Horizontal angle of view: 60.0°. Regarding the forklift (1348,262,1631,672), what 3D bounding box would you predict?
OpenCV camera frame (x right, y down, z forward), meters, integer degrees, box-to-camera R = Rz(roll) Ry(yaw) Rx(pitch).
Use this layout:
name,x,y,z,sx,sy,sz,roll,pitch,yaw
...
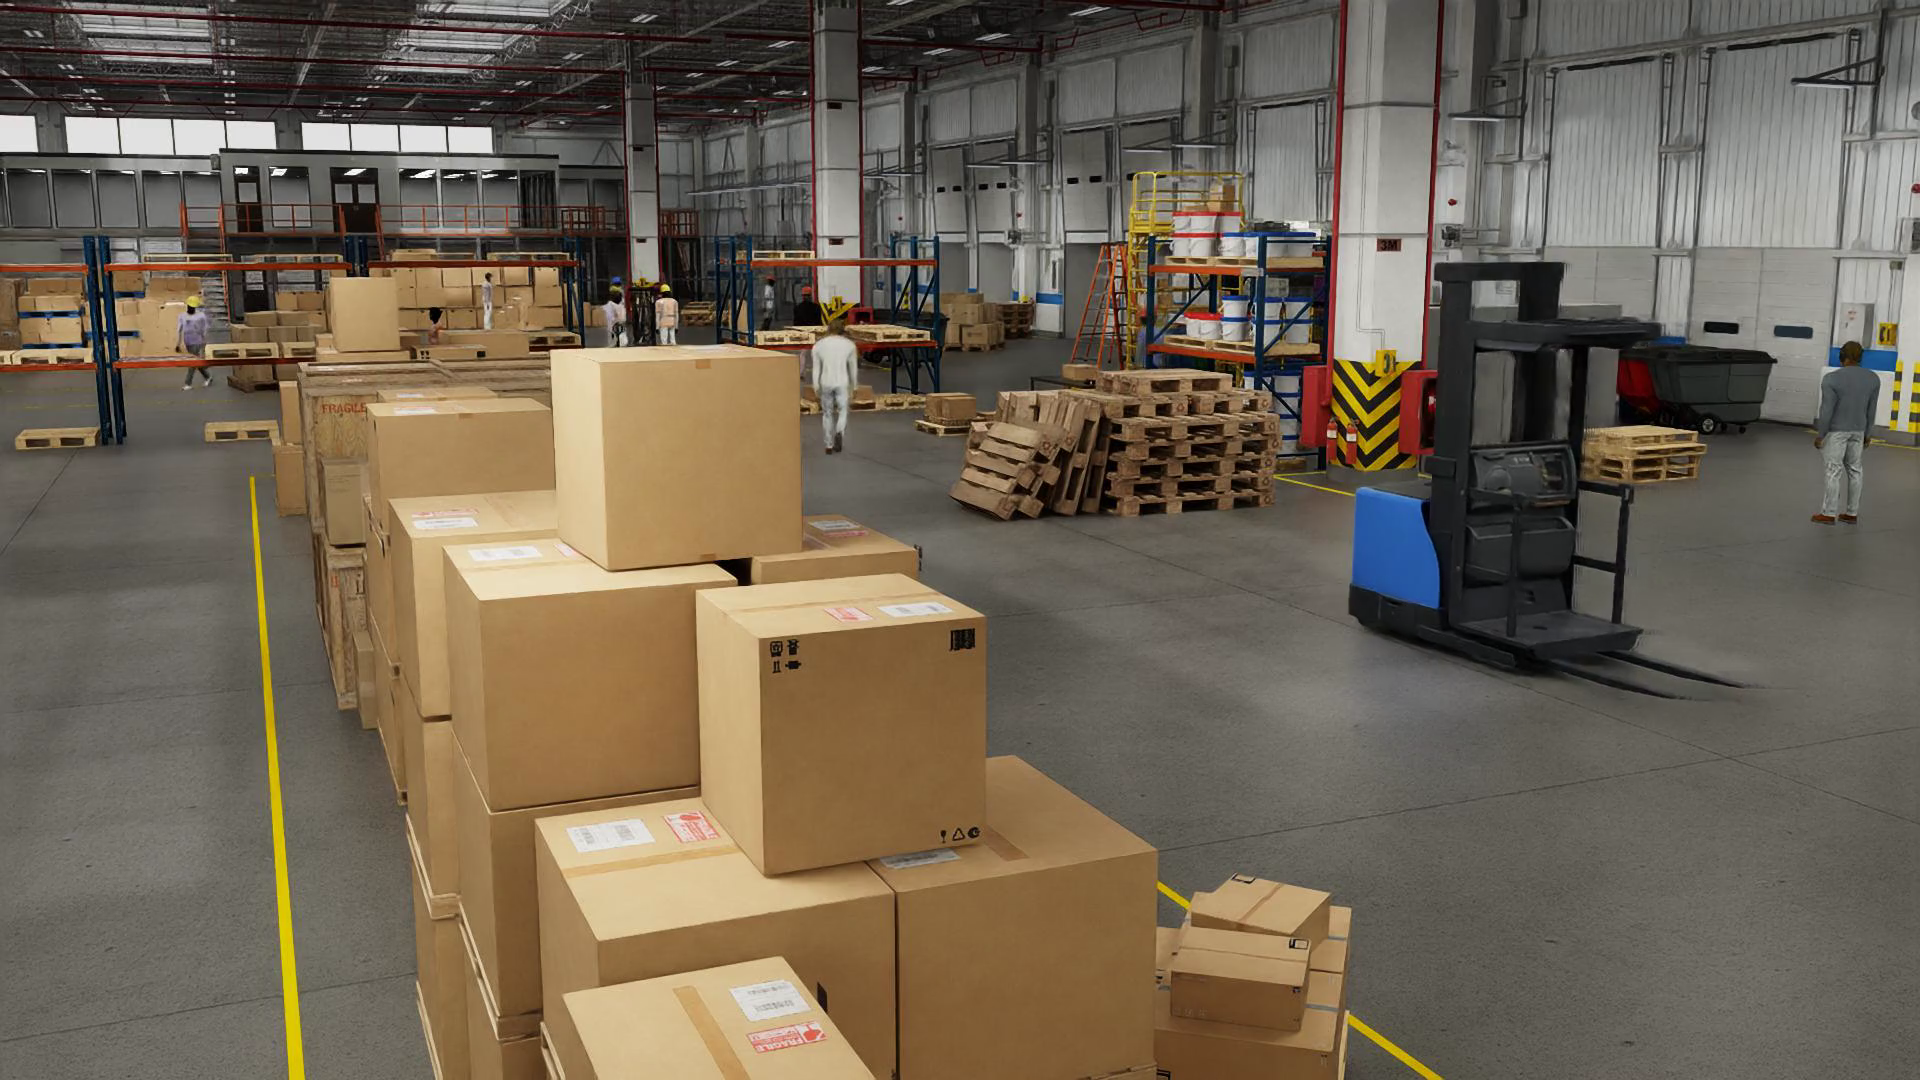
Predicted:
name,x,y,z,sx,sy,sz,roll,pitch,yaw
forklift,3.878,-0.639,12.210,1.129,2.768,1.873,-5,11,-25

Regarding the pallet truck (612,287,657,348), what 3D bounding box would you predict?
name,x,y,z,sx,sy,sz,roll,pitch,yaw
pallet truck,-6.464,-4.406,35.401,0.823,1.965,1.885,6,12,32

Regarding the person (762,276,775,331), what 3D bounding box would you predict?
name,x,y,z,sx,sy,sz,roll,pitch,yaw
person,-5.764,-6.962,49.814,0.438,1.889,0.738,1,10,3

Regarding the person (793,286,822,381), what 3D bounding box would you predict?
name,x,y,z,sx,sy,sz,roll,pitch,yaw
person,-3.210,-4.346,35.076,0.608,1.996,0.380,-2,10,-10

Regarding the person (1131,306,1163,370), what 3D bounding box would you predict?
name,x,y,z,sx,sy,sz,roll,pitch,yaw
person,3.125,-2.931,27.590,0.998,1.889,0.581,8,13,36

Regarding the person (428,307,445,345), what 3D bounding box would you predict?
name,x,y,z,sx,sy,sz,roll,pitch,yaw
person,-10.005,-3.611,31.848,0.320,1.697,0.532,-7,12,-34

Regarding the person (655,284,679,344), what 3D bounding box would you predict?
name,x,y,z,sx,sy,sz,roll,pitch,yaw
person,-6.925,-5.070,39.299,0.581,1.918,0.410,-8,13,-38

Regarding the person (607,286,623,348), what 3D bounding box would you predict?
name,x,y,z,sx,sy,sz,roll,pitch,yaw
person,-9.128,-5.830,43.948,0.484,1.745,0.297,3,11,16

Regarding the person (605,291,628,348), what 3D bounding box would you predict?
name,x,y,z,sx,sy,sz,roll,pitch,yaw
person,-7.730,-4.757,37.860,0.934,1.801,0.654,5,11,25

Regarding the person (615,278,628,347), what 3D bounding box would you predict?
name,x,y,z,sx,sy,sz,roll,pitch,yaw
person,-9.510,-6.340,46.359,0.403,1.901,0.726,3,11,14

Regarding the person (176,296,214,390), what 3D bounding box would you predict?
name,x,y,z,sx,sy,sz,roll,pitch,yaw
person,-15.335,-3.966,33.348,0.610,1.866,0.949,2,11,12

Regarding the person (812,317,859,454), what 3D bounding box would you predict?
name,x,y,z,sx,sy,sz,roll,pitch,yaw
person,-1.726,-2.115,23.009,0.649,1.915,0.598,0,10,0

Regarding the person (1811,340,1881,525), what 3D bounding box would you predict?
name,x,y,z,sx,sy,sz,roll,pitch,yaw
person,9.280,-1.119,17.452,0.636,1.939,0.364,-1,10,-7

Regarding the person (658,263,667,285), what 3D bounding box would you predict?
name,x,y,z,sx,sy,sz,roll,pitch,yaw
person,-12.767,-10.749,70.487,0.609,1.963,0.979,4,11,20

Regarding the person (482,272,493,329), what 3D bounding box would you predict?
name,x,y,z,sx,sy,sz,roll,pitch,yaw
person,-14.990,-7.535,52.855,0.374,1.932,0.623,-2,10,-10

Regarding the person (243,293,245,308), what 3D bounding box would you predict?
name,x,y,z,sx,sy,sz,roll,pitch,yaw
person,-30.634,-10.919,71.678,0.640,1.855,0.984,5,11,24
